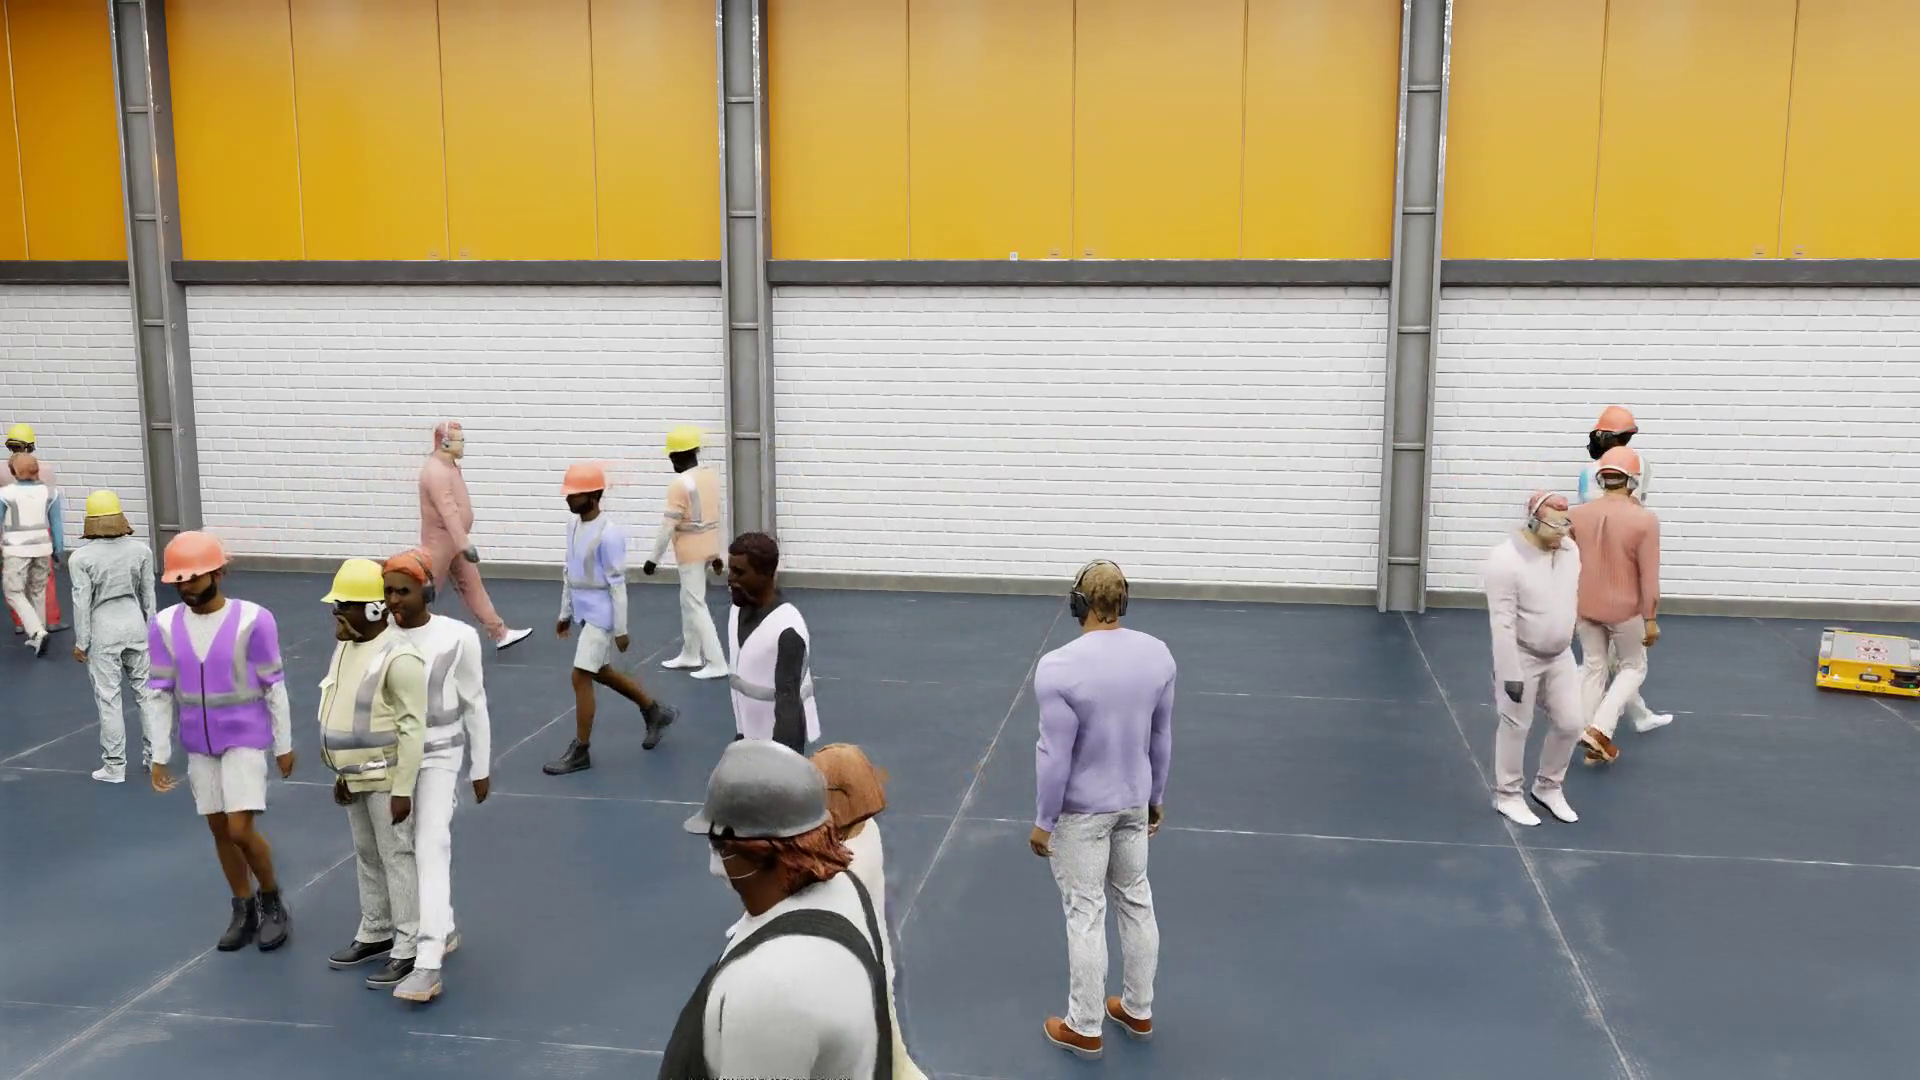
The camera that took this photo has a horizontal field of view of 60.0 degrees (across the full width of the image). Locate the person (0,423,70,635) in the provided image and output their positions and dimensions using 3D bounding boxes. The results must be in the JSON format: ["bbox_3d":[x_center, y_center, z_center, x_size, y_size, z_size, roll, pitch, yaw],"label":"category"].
[{"bbox_3d":[-7.771,-0.088,13.886,0.525,1.769,0.311,-2,9,-11],"label":"person"}]

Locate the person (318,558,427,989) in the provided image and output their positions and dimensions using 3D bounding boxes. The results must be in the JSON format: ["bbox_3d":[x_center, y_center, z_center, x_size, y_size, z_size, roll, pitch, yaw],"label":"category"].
[{"bbox_3d":[-2.502,0.981,7.083,0.586,1.835,0.403,9,13,43],"label":"person"}]

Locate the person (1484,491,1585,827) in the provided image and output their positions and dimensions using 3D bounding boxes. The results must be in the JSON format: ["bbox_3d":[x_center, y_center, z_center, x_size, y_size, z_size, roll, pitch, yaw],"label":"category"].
[{"bbox_3d":[3.113,0.651,9.012,0.676,1.871,0.512,-4,10,-22],"label":"person"}]

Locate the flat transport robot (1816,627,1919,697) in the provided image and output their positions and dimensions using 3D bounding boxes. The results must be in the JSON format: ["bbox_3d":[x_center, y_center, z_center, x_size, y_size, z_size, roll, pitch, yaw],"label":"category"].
[{"bbox_3d":[6.796,0.895,12.422,0.652,0.197,1.431,5,11,29],"label":"flat transport robot"}]

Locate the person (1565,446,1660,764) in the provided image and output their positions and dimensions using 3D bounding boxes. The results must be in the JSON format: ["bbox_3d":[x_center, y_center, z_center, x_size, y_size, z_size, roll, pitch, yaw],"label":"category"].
[{"bbox_3d":[3.969,0.412,10.155,0.456,1.972,0.638,-9,13,-42],"label":"person"}]

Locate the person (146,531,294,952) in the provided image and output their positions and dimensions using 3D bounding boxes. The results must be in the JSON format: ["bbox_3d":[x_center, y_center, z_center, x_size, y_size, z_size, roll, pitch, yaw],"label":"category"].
[{"bbox_3d":[-3.271,0.899,7.347,0.556,1.912,0.490,1,9,4],"label":"person"}]

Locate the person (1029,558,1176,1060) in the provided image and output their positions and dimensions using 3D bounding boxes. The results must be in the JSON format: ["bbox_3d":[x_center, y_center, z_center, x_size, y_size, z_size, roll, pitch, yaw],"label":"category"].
[{"bbox_3d":[0.547,1.032,6.443,0.634,1.938,0.355,-6,11,-32],"label":"person"}]

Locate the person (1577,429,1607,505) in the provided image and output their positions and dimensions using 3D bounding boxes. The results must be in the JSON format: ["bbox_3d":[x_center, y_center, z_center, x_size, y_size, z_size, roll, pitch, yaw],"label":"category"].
[{"bbox_3d":[5.433,-0.103,14.190,0.538,1.696,0.317,-7,11,-37],"label":"person"}]

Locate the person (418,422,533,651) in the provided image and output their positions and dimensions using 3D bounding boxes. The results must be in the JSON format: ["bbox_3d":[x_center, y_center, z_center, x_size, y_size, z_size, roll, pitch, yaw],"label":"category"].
[{"bbox_3d":[-3.920,0.016,12.981,1.019,1.851,0.654,-1,9,-5],"label":"person"}]

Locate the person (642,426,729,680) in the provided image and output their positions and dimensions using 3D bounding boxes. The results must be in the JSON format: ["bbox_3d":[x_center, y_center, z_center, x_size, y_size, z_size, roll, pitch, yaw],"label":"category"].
[{"bbox_3d":[-2.000,0.101,12.306,0.638,1.894,0.604,3,10,18],"label":"person"}]

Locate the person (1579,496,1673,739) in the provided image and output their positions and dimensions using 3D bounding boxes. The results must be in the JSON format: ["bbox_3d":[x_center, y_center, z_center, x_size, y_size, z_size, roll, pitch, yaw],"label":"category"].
[{"bbox_3d":[4.259,0.508,10.755,0.845,1.588,0.508,0,9,-1],"label":"person"}]

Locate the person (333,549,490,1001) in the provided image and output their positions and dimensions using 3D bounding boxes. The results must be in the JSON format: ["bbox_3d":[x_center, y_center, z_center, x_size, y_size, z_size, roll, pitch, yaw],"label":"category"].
[{"bbox_3d":[-2.356,0.983,6.995,0.598,1.854,0.832,2,10,14],"label":"person"}]

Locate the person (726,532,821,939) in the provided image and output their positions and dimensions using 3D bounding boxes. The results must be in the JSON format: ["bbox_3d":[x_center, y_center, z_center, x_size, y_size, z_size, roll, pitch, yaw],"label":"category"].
[{"bbox_3d":[-0.883,0.903,7.344,0.500,1.901,0.629,-6,11,-32],"label":"person"}]

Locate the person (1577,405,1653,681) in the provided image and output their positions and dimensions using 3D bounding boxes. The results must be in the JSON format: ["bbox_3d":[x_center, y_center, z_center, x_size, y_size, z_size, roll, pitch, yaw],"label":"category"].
[{"bbox_3d":[4.812,0.025,12.323,0.607,2.048,0.365,-6,11,-32],"label":"person"}]

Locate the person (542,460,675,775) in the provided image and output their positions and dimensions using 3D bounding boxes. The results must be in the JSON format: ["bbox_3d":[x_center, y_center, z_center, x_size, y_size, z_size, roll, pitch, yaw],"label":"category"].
[{"bbox_3d":[-2.158,0.443,10.198,0.879,1.909,0.549,-6,11,-34],"label":"person"}]

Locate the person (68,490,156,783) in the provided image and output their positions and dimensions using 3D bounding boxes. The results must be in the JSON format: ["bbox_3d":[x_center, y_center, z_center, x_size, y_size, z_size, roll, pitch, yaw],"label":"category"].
[{"bbox_3d":[-5.038,0.568,9.915,0.316,1.740,0.492,7,12,37],"label":"person"}]

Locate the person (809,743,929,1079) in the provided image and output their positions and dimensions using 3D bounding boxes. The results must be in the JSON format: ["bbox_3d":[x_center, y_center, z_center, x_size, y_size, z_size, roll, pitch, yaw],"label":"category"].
[{"bbox_3d":[-0.284,1.403,5.198,0.829,1.600,0.491,1,9,6],"label":"person"}]

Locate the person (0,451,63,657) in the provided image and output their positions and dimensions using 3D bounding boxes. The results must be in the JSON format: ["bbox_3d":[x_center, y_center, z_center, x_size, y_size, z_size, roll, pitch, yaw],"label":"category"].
[{"bbox_3d":[-7.342,0.107,13.121,0.689,1.619,0.536,6,11,34],"label":"person"}]
